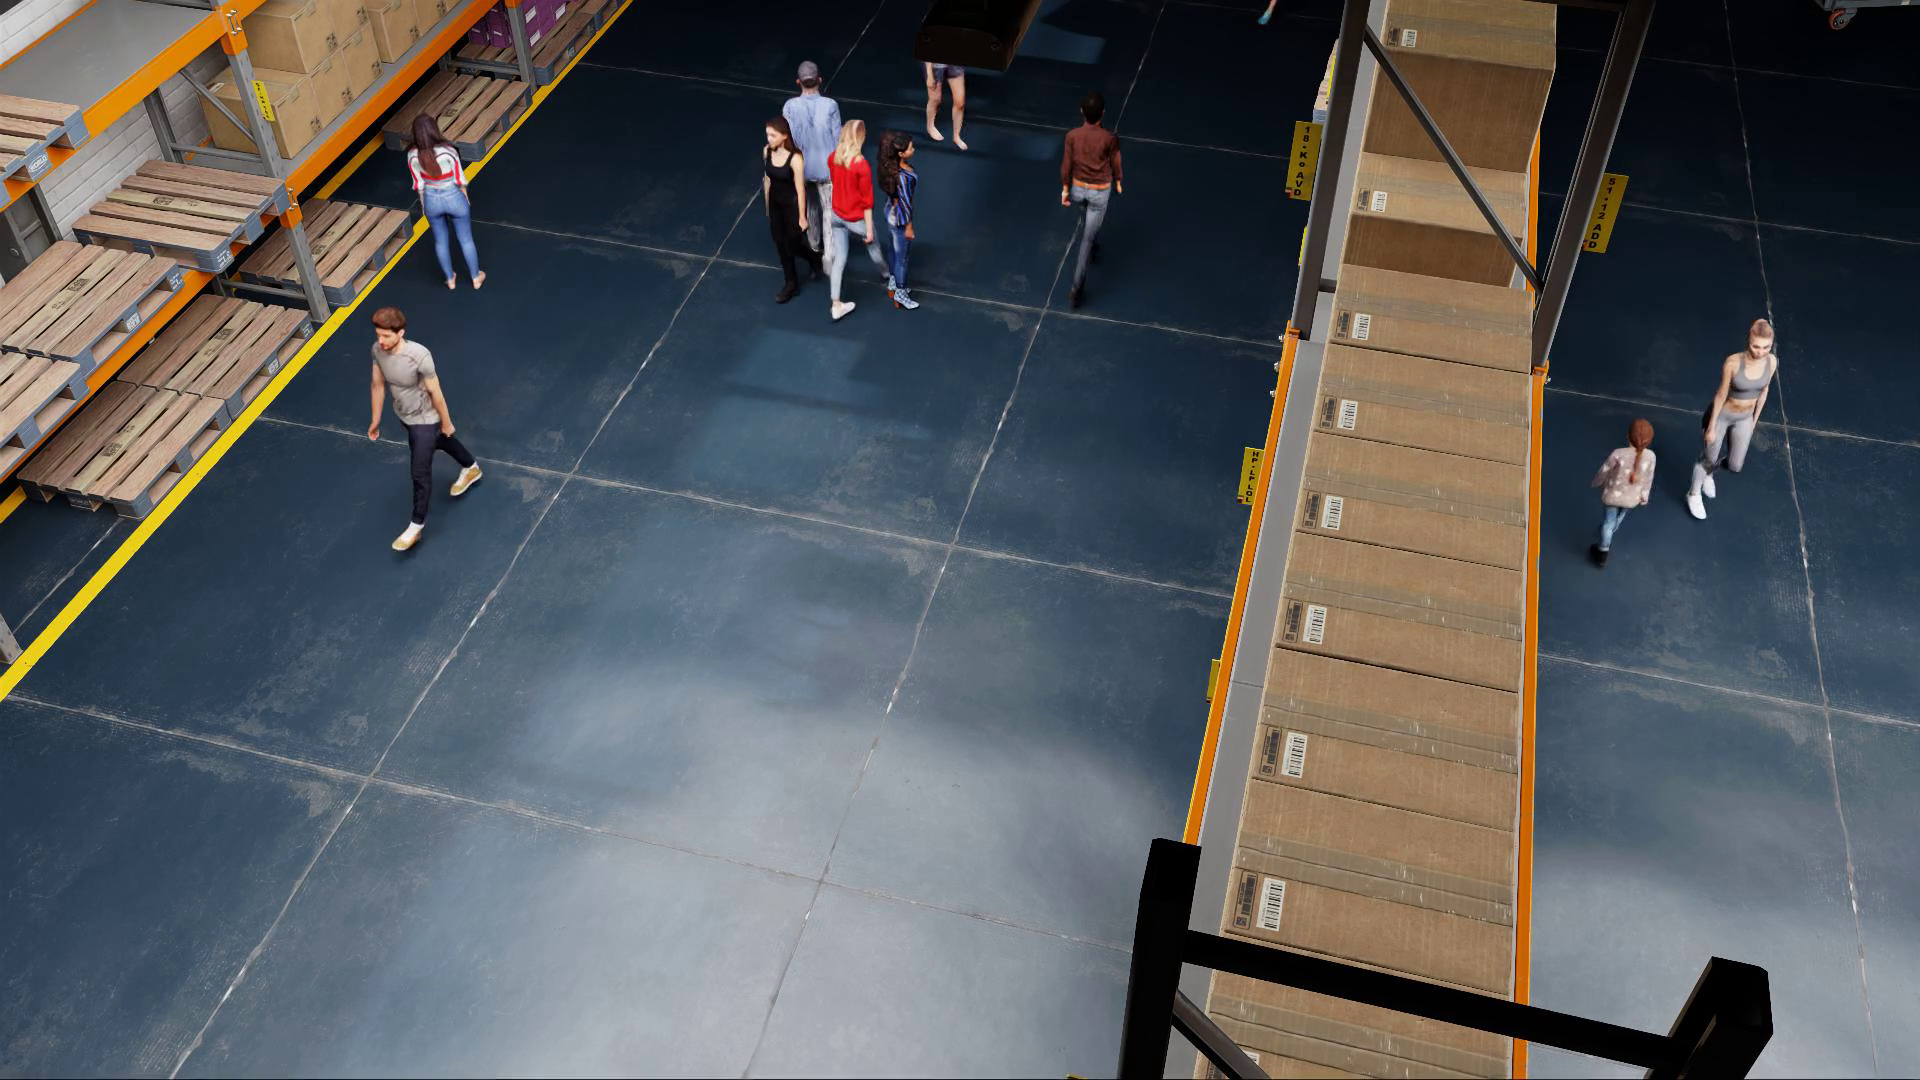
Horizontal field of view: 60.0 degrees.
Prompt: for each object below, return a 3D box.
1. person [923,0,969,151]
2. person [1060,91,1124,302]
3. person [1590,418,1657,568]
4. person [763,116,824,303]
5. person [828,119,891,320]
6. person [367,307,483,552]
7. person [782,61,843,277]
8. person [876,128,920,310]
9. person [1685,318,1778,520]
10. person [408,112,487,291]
[{"bbox_3d":[-0.180,-4.474,15.571,0.854,1.667,0.911,-29,51,-27],"label":"person"},{"bbox_3d":[1.064,-2.803,13.772,0.742,1.729,1.203,15,46,15],"label":"person"},{"bbox_3d":[4.601,-0.292,11.537,0.560,1.176,0.688,3,44,3],"label":"person"},{"bbox_3d":[-1.374,-2.763,13.765,0.776,1.682,0.891,29,51,27],"label":"person"},{"bbox_3d":[-0.944,-2.562,13.578,0.916,1.648,1.217,30,51,27],"label":"person"},{"bbox_3d":[-3.751,-0.917,11.721,0.863,1.827,1.290,21,48,21],"label":"person"},{"bbox_3d":[-1.218,-3.105,13.990,0.851,1.866,1.110,-2,44,-2],"label":"person"},{"bbox_3d":[-0.498,-2.646,13.690,0.748,1.615,0.638,-10,44,-10],"label":"person"},{"bbox_3d":[5.406,-0.899,11.805,0.674,1.685,0.749,-5,44,-5],"label":"person"},{"bbox_3d":[-4.303,-2.817,13.872,0.656,1.612,0.627,-4,44,-5],"label":"person"}]
